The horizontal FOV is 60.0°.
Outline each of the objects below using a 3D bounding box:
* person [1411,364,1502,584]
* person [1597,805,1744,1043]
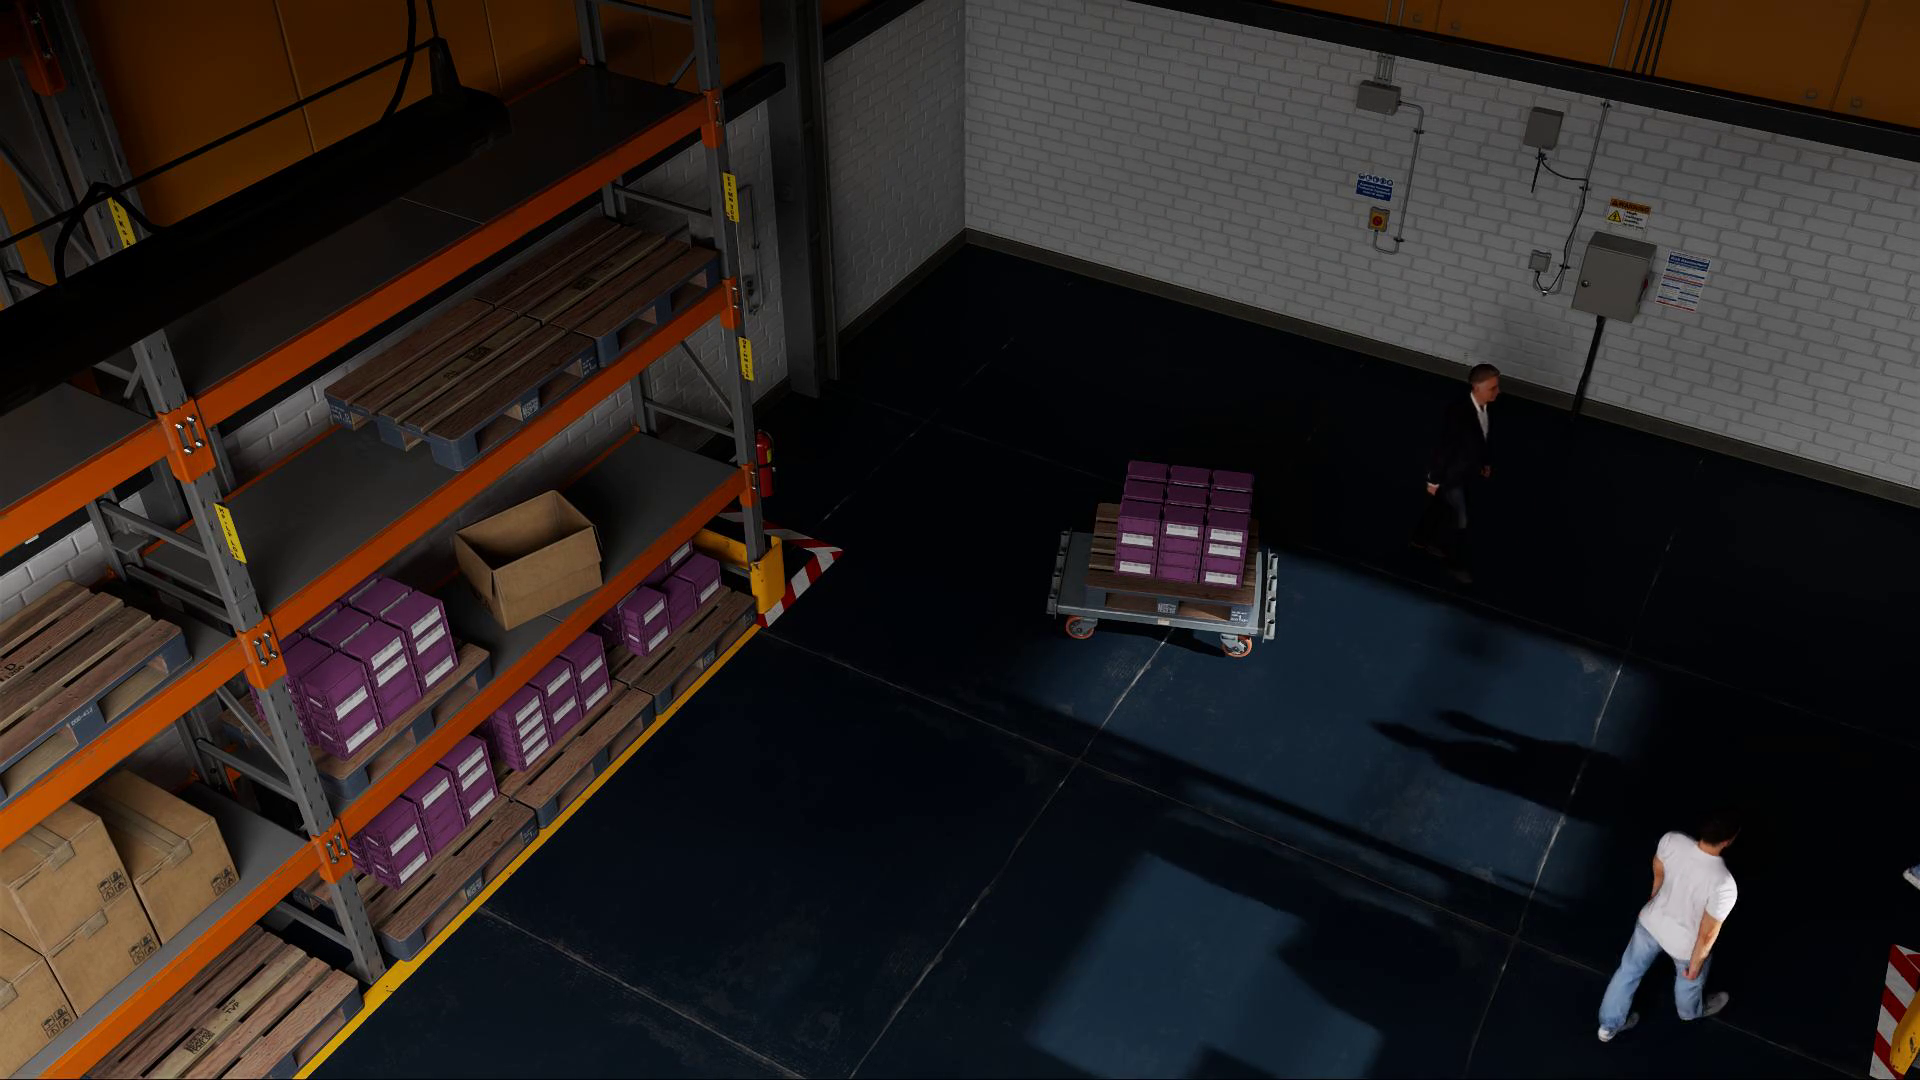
[{"bbox_3d":[3.685,-0.594,12.567,0.911,1.793,0.912,32,48,33],"label":"person"},{"bbox_3d":[3.846,2.155,9.091,1.152,1.836,1.018,-17,42,-20],"label":"person"}]
